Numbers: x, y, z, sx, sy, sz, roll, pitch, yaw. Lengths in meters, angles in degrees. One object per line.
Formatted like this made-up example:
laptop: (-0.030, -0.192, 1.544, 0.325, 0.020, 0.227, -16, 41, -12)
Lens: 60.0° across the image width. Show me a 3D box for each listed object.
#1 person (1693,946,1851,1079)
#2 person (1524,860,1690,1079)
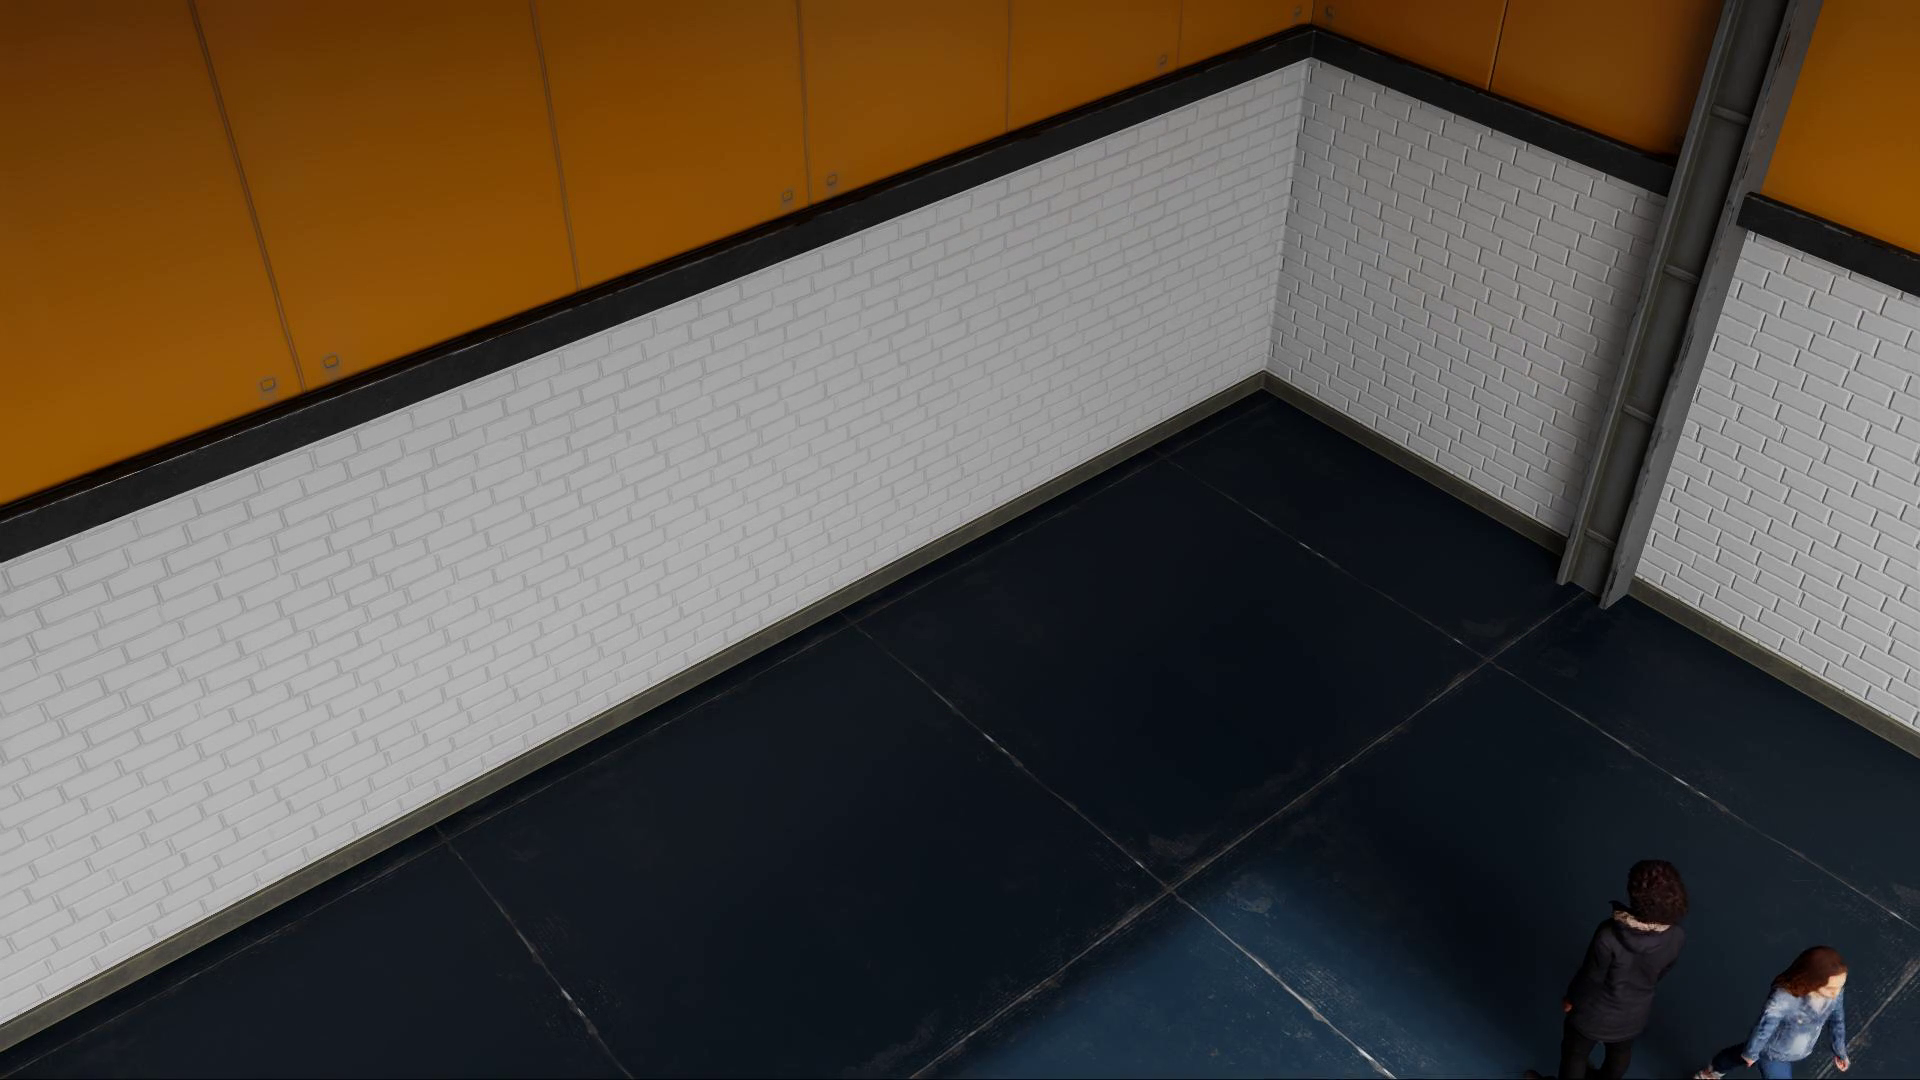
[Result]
person: (3.843, 2.338, 7.920, 0.675, 1.438, 1.019, -23, 44, -26)
person: (3.097, 2.160, 7.868, 0.729, 1.781, 0.757, -7, 39, -8)
